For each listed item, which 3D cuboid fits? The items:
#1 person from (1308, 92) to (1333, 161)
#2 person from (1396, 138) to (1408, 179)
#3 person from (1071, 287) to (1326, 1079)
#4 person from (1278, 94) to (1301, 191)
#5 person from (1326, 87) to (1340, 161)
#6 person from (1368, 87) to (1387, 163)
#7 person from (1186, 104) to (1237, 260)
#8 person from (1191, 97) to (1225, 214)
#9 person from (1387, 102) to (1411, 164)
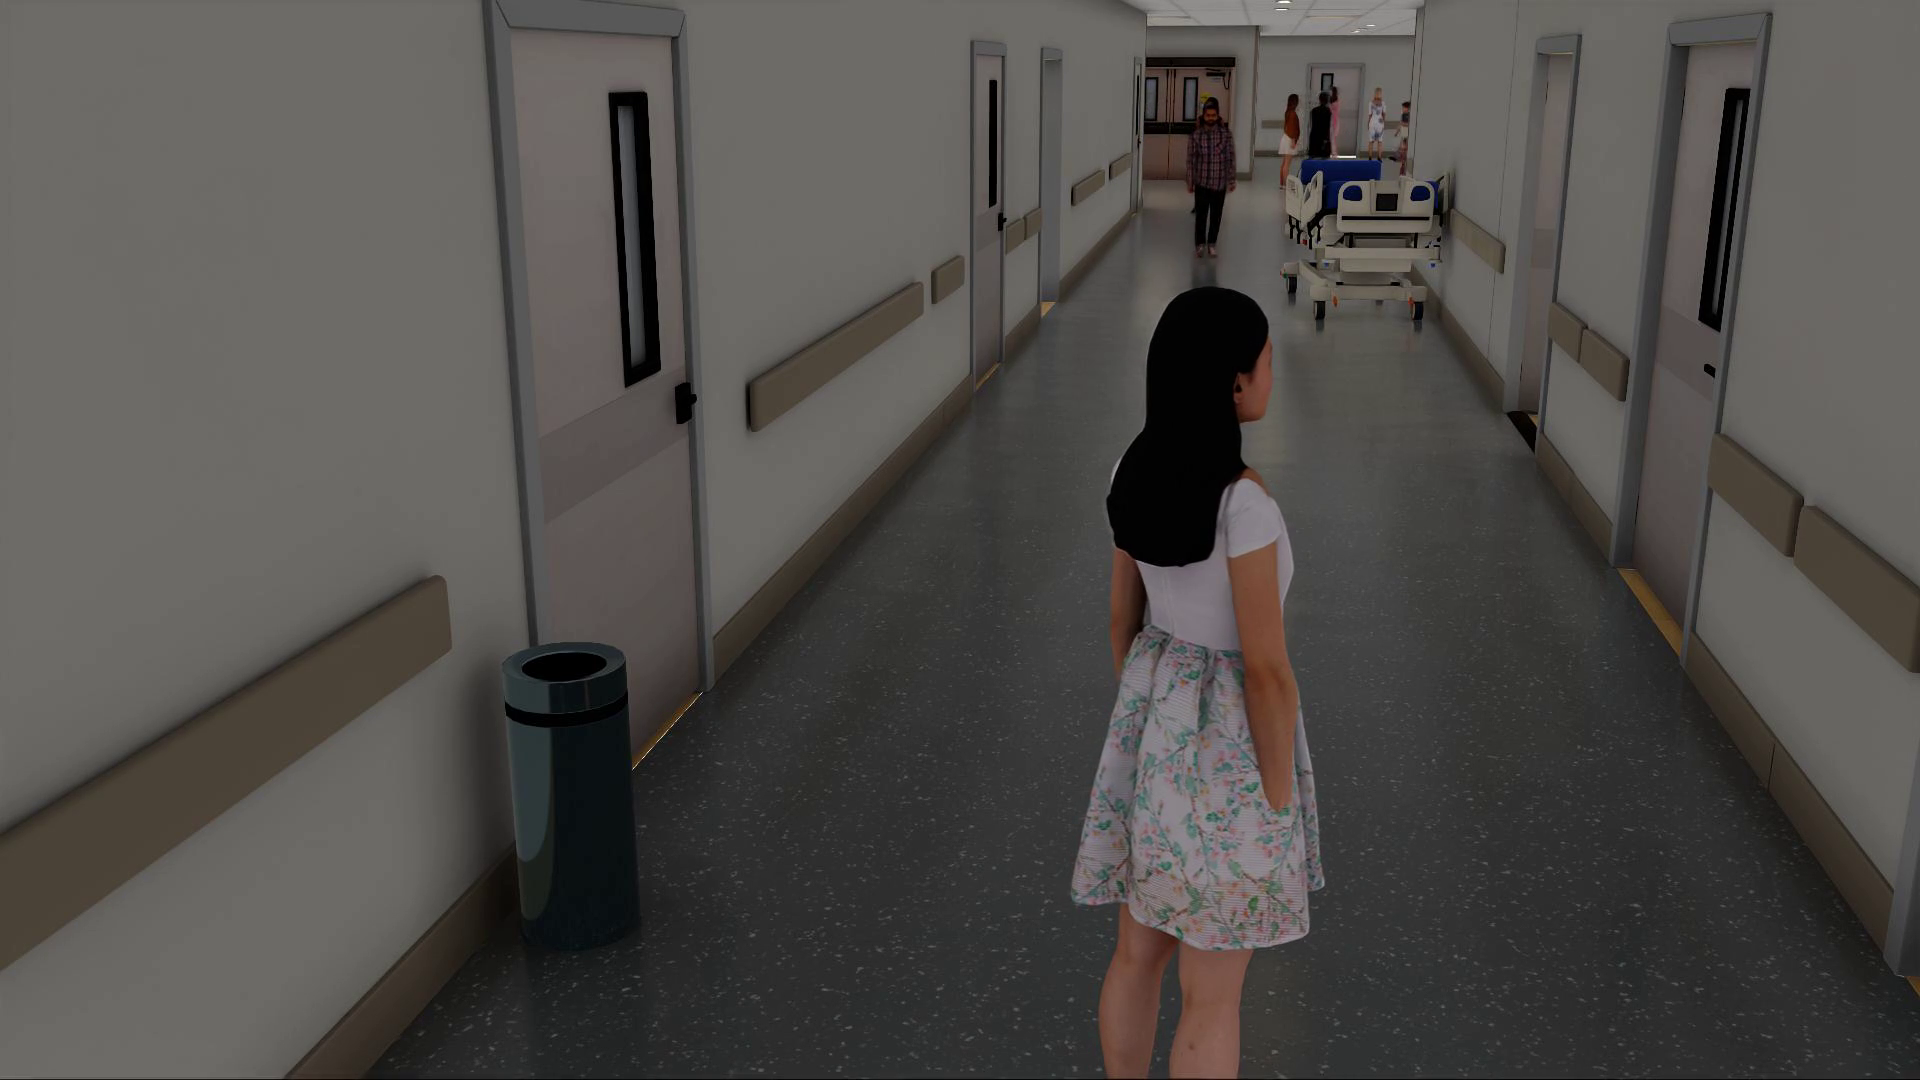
[{"bbox_3d":[6.479,-7.243,30.300,1.160,1.729,1.146,-12,20,-37],"label":"person"},{"bbox_3d":[7.646,-6.322,28.381,0.802,0.998,0.567,8,18,28],"label":"person"},{"bbox_3d":[0.421,0.438,2.973,0.828,1.775,0.775,-9,18,-30],"label":"person"},{"bbox_3d":[6.084,-7.382,30.809,0.635,1.722,0.660,-1,16,-3],"label":"person"},{"bbox_3d":[8.439,-9.334,37.661,0.801,1.761,0.778,-1,16,-5],"label":"person"},{"bbox_3d":[9.994,-9.953,39.872,0.518,1.752,0.667,7,17,23],"label":"person"},{"bbox_3d":[2.902,-4.112,19.210,1.051,1.721,0.850,1,16,3],"label":"person"},{"bbox_3d":[3.802,-5.889,25.476,0.449,1.743,0.655,2,16,8],"label":"person"},{"bbox_3d":[10.539,-9.566,39.146,1.021,1.401,0.776,-3,16,-12],"label":"person"}]
